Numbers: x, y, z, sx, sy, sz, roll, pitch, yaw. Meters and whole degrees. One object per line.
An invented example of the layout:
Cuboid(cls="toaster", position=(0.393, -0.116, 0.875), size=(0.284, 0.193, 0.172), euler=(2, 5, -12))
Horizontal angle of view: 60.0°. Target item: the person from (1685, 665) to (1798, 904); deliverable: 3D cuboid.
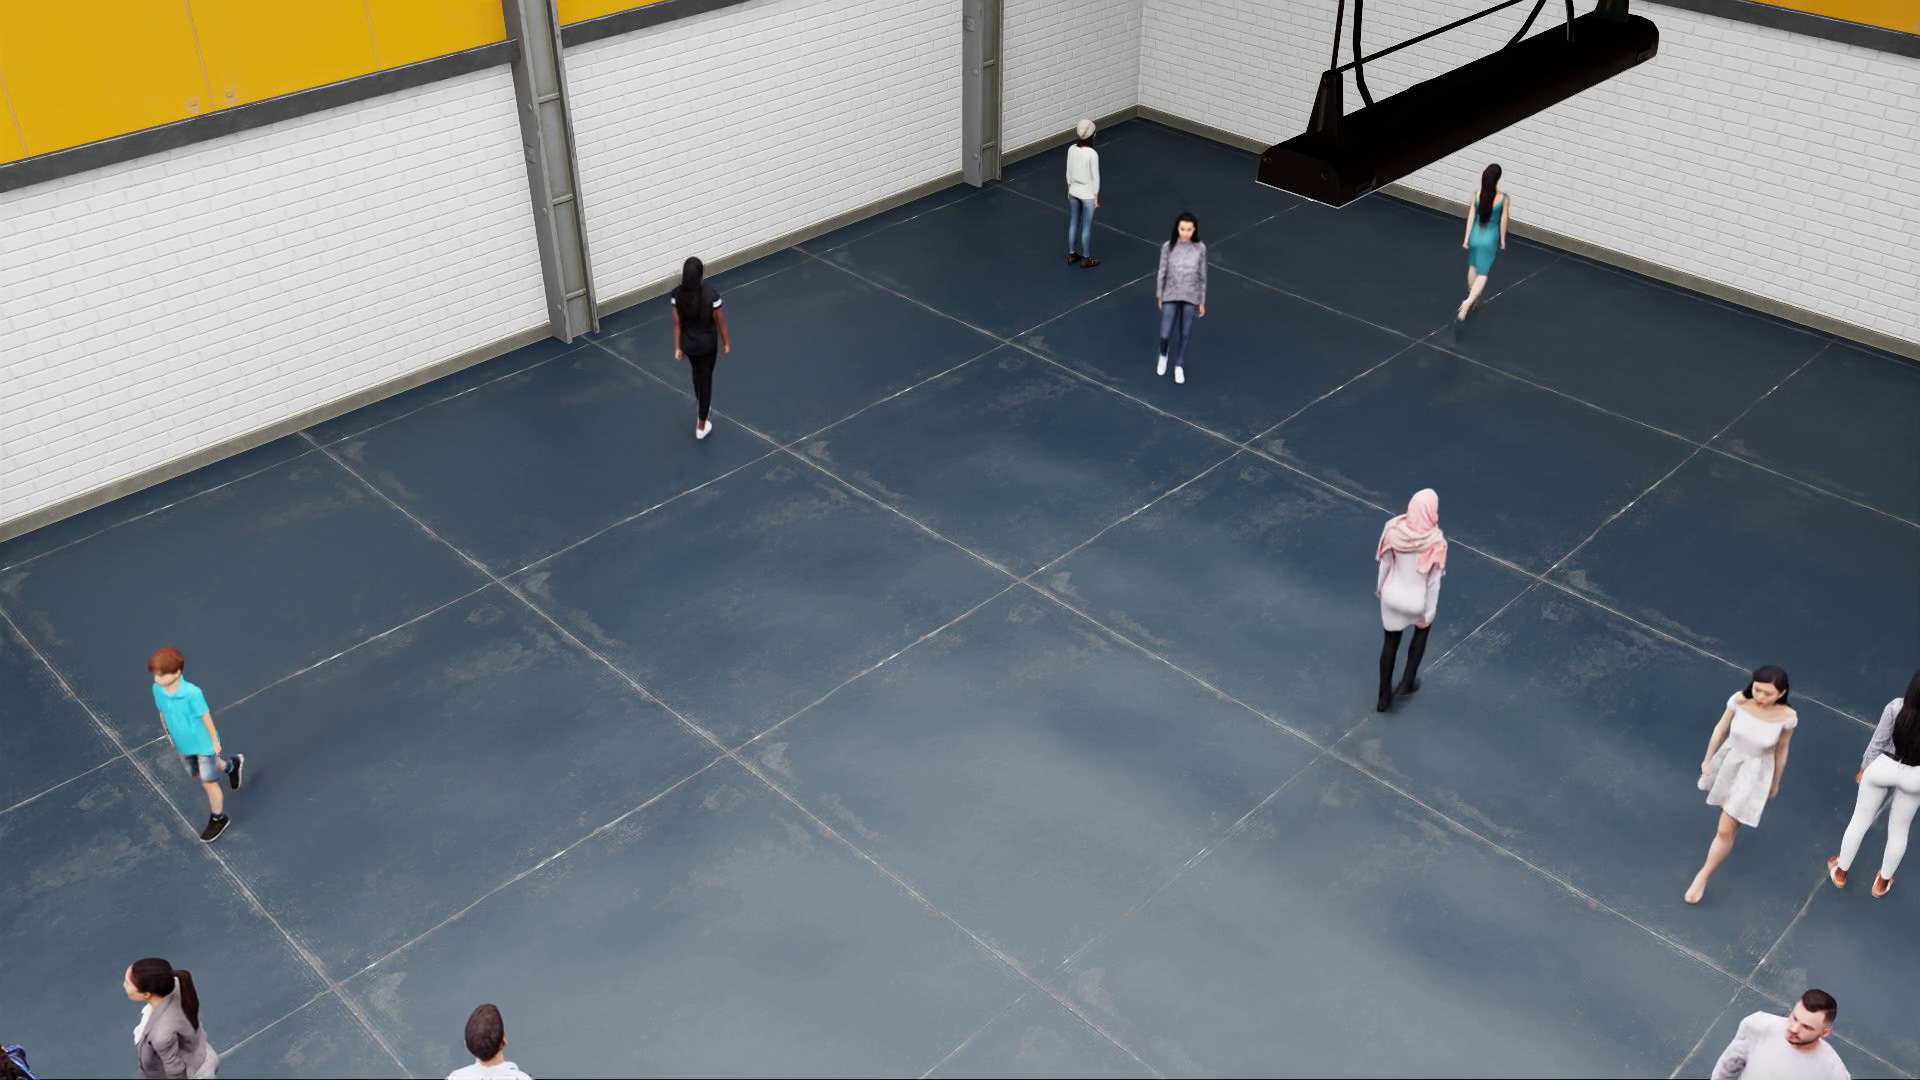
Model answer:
Cuboid(cls="person", position=(4.839, 1.417, 10.262), size=(0.683, 1.737, 1.131), euler=(23, 40, 31))

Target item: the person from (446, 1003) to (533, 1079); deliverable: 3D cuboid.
Cuboid(cls="person", position=(-2.147, 2.960, 7.868), size=(1.036, 1.819, 1.147), euler=(4, 34, 6))

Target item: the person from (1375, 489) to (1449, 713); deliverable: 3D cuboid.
Cuboid(cls="person", position=(3.097, 0.468, 11.640), size=(0.718, 1.792, 0.746), euler=(17, 37, 23))

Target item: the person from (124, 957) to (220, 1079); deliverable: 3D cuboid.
Cuboid(cls="person", position=(-3.870, 2.709, 8.371), size=(0.753, 1.678, 0.727), euler=(-8, 34, -11))

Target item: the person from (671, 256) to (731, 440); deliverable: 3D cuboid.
Cuboid(cls="person", position=(-2.365, -1.698, 14.972), size=(0.836, 1.711, 0.917), euler=(6, 34, 8))

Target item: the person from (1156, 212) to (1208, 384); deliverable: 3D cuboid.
Cuboid(cls="person", position=(2.123, -2.357, 15.955), size=(0.736, 1.722, 0.792), euler=(1, 34, 2))

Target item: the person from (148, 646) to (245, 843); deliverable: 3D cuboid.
Cuboid(cls="person", position=(-4.922, 1.242, 10.800), size=(0.762, 1.434, 0.923), euler=(9, 35, 14))

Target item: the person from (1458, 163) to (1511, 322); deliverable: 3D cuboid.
Cuboid(cls="person", position=(5.329, -3.001, 16.980), size=(0.699, 1.659, 1.044), euler=(19, 38, 26))

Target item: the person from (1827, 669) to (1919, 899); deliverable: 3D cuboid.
Cuboid(cls="person", position=(5.748, 1.462, 10.209), size=(0.658, 1.723, 0.618), euler=(14, 36, 20))

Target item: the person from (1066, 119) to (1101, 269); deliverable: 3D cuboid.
Cuboid(cls="person", position=(1.349, -3.795, 18.183), size=(0.567, 1.650, 0.491), euler=(27, 42, 35))

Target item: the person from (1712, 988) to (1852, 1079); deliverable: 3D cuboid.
Cuboid(cls="person", position=(3.965, 2.796, 8.131), size=(1.226, 1.800, 0.843), euler=(-21, 39, -28))
